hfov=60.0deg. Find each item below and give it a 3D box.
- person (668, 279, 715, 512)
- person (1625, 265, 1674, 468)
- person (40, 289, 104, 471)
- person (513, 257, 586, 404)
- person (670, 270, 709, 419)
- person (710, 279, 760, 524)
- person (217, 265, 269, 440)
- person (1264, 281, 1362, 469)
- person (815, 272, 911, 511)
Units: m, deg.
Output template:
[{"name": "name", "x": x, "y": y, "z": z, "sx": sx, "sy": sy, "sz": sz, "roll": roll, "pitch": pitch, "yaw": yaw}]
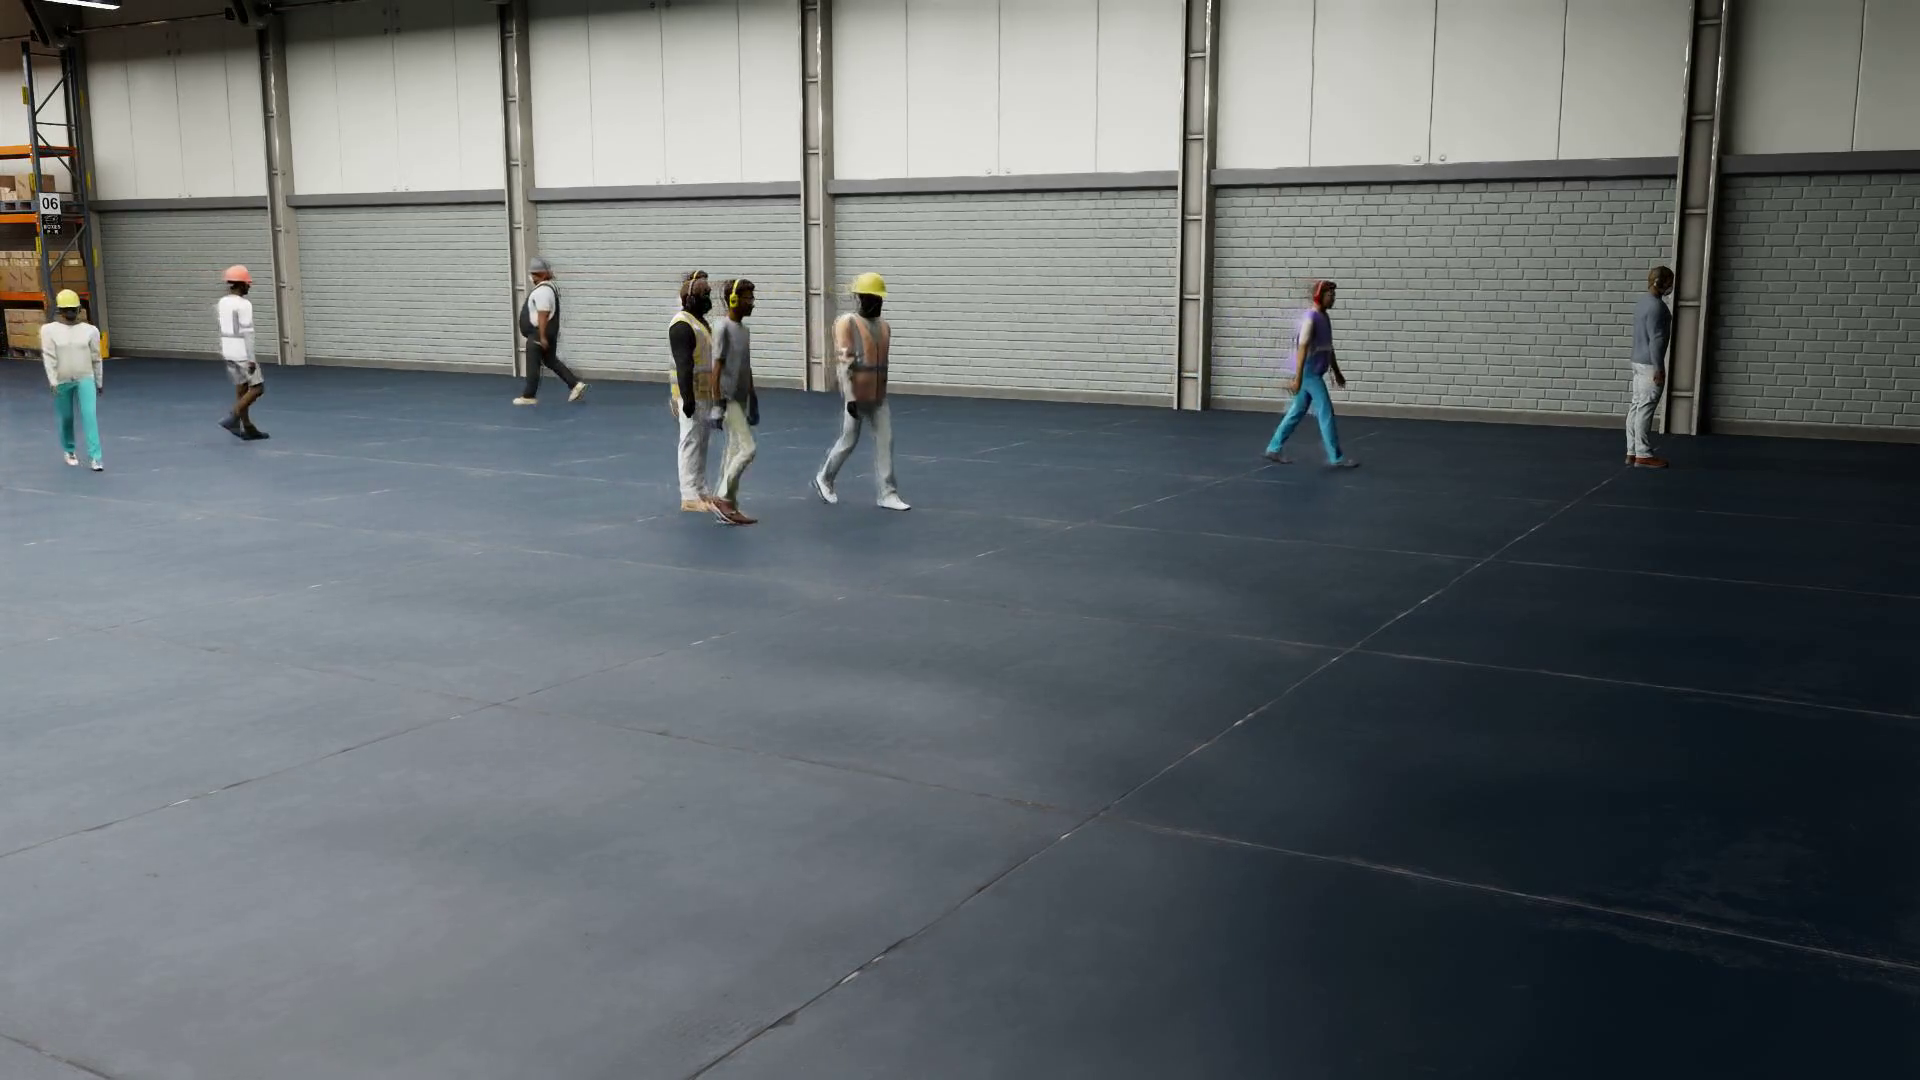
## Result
[{"name": "person", "x": -2.086, "y": -1.151, "z": 13.260, "sx": 0.429, "sy": 1.842, "sz": 0.636, "roll": 1, "pitch": 10, "yaw": 6}, {"name": "person", "x": 6.646, "y": -1.665, "z": 16.006, "sx": 0.372, "sy": 1.934, "sz": 0.627, "roll": 1, "pitch": 10, "yaw": 8}, {"name": "person", "x": -8.452, "y": -1.533, "z": 15.865, "sx": 0.507, "sy": 1.713, "sz": 0.935, "roll": -6, "pitch": 11, "yaw": -32}, {"name": "person", "x": -5.644, "y": -2.866, "z": 22.721, "sx": 0.892, "sy": 2.000, "sz": 0.681, "roll": 0, "pitch": 10, "yaw": 1}, {"name": "person", "x": -3.211, "y": -2.338, "z": 20.164, "sx": 0.579, "sy": 1.855, "sz": 0.548, "roll": 5, "pitch": 11, "yaw": 26}, {"name": "person", "x": -1.663, "y": -1.023, "z": 12.478, "sx": 0.403, "sy": 1.851, "sz": 0.555, "roll": 3, "pitch": 10, "yaw": 15}, {"name": "person", "x": -7.859, "y": -2.026, "z": 18.141, "sx": 0.570, "sy": 1.928, "sz": 0.519, "roll": 6, "pitch": 12, "yaw": 33}, {"name": "person", "x": 3.377, "y": -1.588, "z": 15.985, "sx": 0.965, "sy": 1.798, "sz": 0.574, "roll": 4, "pitch": 10, "yaw": 21}, {"name": "person", "x": -0.791, "y": -1.198, "z": 13.365, "sx": 0.585, "sy": 1.899, "sz": 0.889, "roll": -10, "pitch": 14, "yaw": -44}]
